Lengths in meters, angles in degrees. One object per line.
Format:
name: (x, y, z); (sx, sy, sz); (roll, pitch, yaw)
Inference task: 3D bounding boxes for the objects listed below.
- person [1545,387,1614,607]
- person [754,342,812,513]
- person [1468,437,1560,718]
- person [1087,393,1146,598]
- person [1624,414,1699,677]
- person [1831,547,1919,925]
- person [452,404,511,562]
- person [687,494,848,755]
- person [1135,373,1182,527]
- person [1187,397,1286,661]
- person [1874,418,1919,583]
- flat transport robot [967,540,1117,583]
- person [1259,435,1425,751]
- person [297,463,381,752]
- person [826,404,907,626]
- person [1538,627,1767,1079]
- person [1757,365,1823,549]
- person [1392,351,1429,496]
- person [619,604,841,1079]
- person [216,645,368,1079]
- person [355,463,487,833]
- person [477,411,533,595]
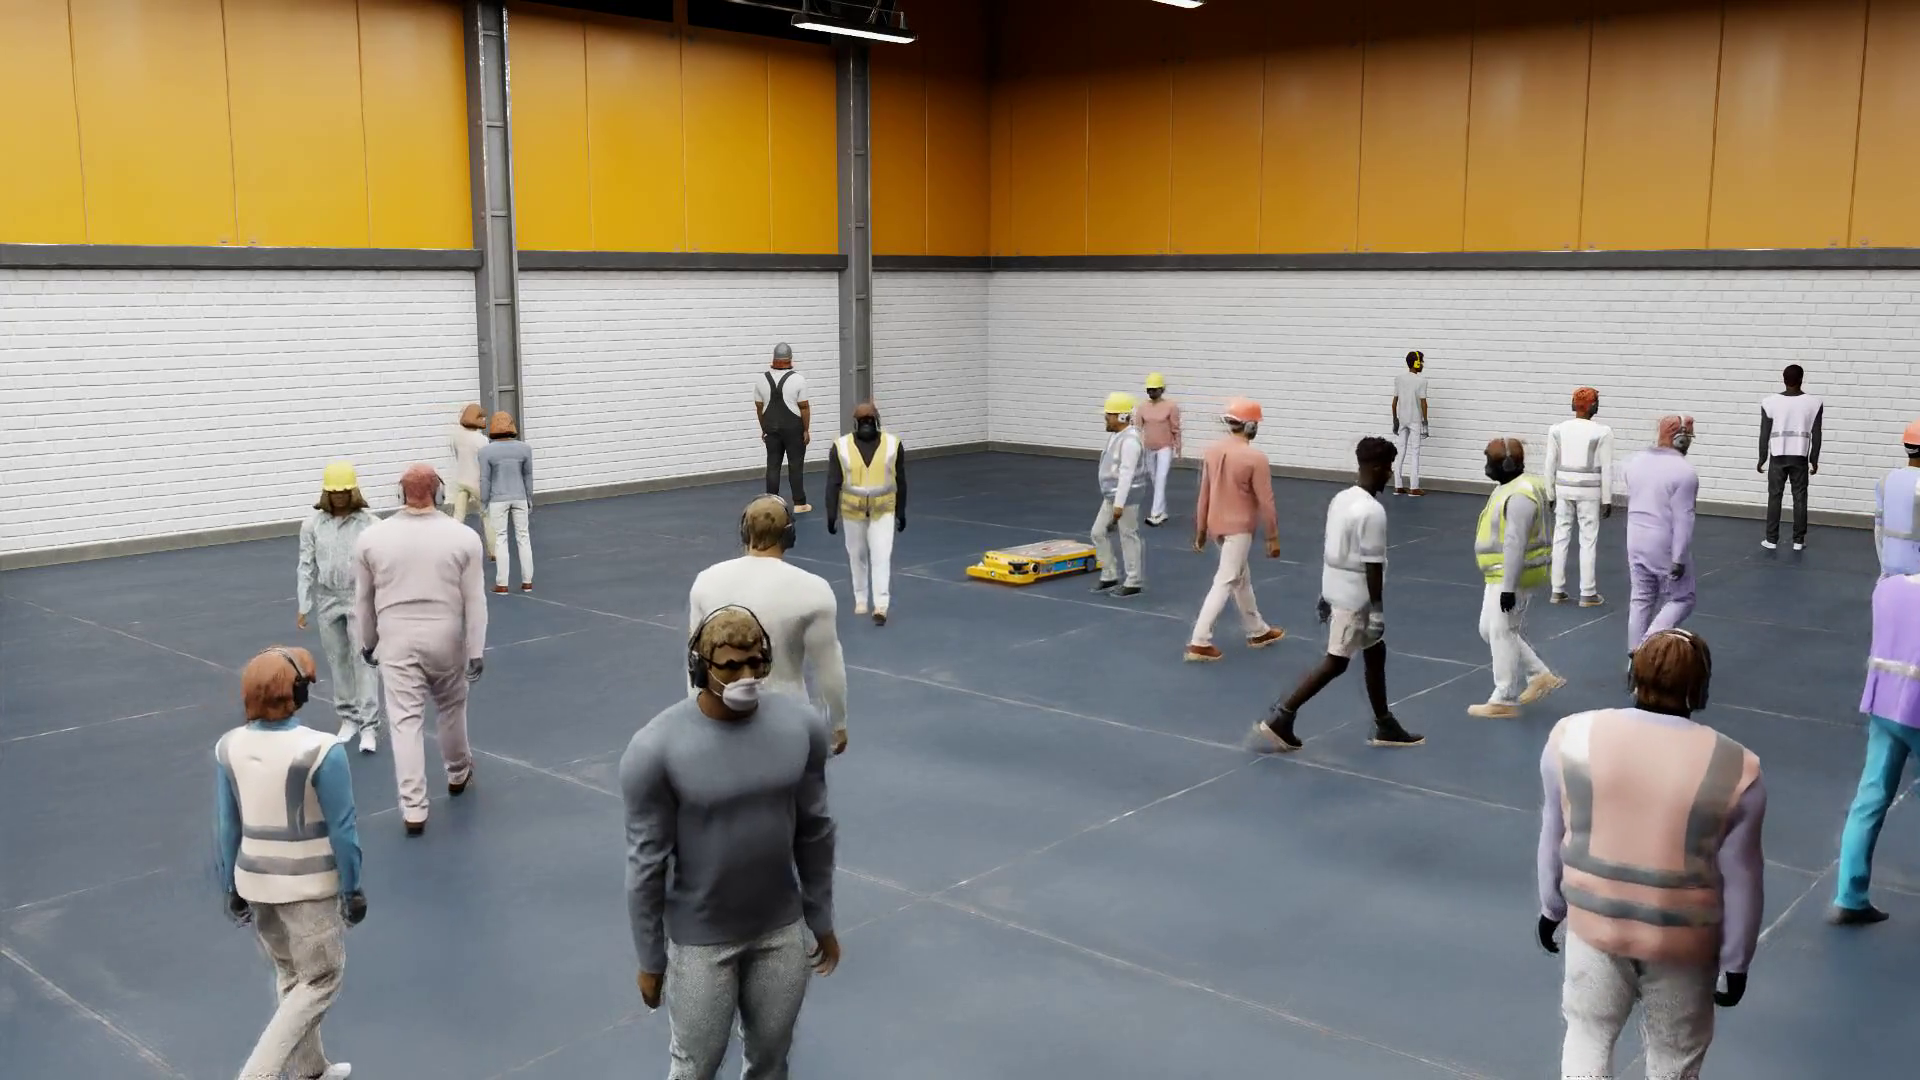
person: (5.317, -0.373, 14.291); (0.578, 1.882, 0.346); (8, 12, 43)
person: (-2.081, -1.346, 19.909); (0.683, 2.000, 0.538); (3, 10, 18)
person: (3.545, 0.244, 10.640); (0.496, 1.817, 0.644); (2, 9, 10)
person: (1.340, -0.380, 14.551); (0.596, 1.809, 0.615); (-2, 9, -10)
person: (4.878, 0.062, 11.574); (0.428, 1.889, 0.664); (-4, 10, -22)
person: (4.236, 0.788, 7.250); (0.929, 1.803, 0.574); (-3, 10, -21)
person: (-4.777, -0.528, 16.180); (0.514, 1.595, 0.850); (5, 10, 28)
person: (-0.777, 0.746, 7.162); (0.663, 1.910, 0.810); (3, 9, 18)
person: (2.191, -1.010, 18.777); (0.534, 1.723, 0.855); (6, 11, 34)
person: (2.064, -0.086, 12.336); (1.044, 1.938, 0.645); (-6, 11, -31)
person: (6.110, 0.178, 10.663); (0.354, 1.939, 0.544); (-2, 9, -14)
flat transport robot: (0.793, 0.190, 15.804); (0.652, 0.197, 1.431); (8, 12, 43)
person: (2.272, 0.324, 9.882); (1.008, 1.905, 0.609); (0, 9, -1)
person: (-3.682, 0.406, 9.926); (0.498, 1.729, 0.598); (-1, 9, -9)
person: (-0.767, -0.215, 13.595); (0.661, 1.786, 0.981); (0, 9, -2)
person: (2.007, 1.155, 4.892); (0.642, 1.822, 0.652); (6, 11, 32)
person: (8.576, -0.852, 17.209); (0.587, 1.914, 0.391); (3, 10, 20)
person: (5.803, -1.496, 21.411); (0.311, 1.863, 0.534); (-8, 12, -40)
person: (-0.648, 1.124, 4.775); (0.637, 1.932, 0.377); (-6, 11, -34)
person: (-2.248, 1.162, 5.466); (0.515, 1.619, 0.662); (4, 10, 21)
person: (-2.808, 0.526, 8.717); (0.662, 1.855, 0.974); (-2, 9, -12)
person: (-4.036, -0.329, 14.802); (0.500, 1.632, 0.286); (-6, 11, -34)
